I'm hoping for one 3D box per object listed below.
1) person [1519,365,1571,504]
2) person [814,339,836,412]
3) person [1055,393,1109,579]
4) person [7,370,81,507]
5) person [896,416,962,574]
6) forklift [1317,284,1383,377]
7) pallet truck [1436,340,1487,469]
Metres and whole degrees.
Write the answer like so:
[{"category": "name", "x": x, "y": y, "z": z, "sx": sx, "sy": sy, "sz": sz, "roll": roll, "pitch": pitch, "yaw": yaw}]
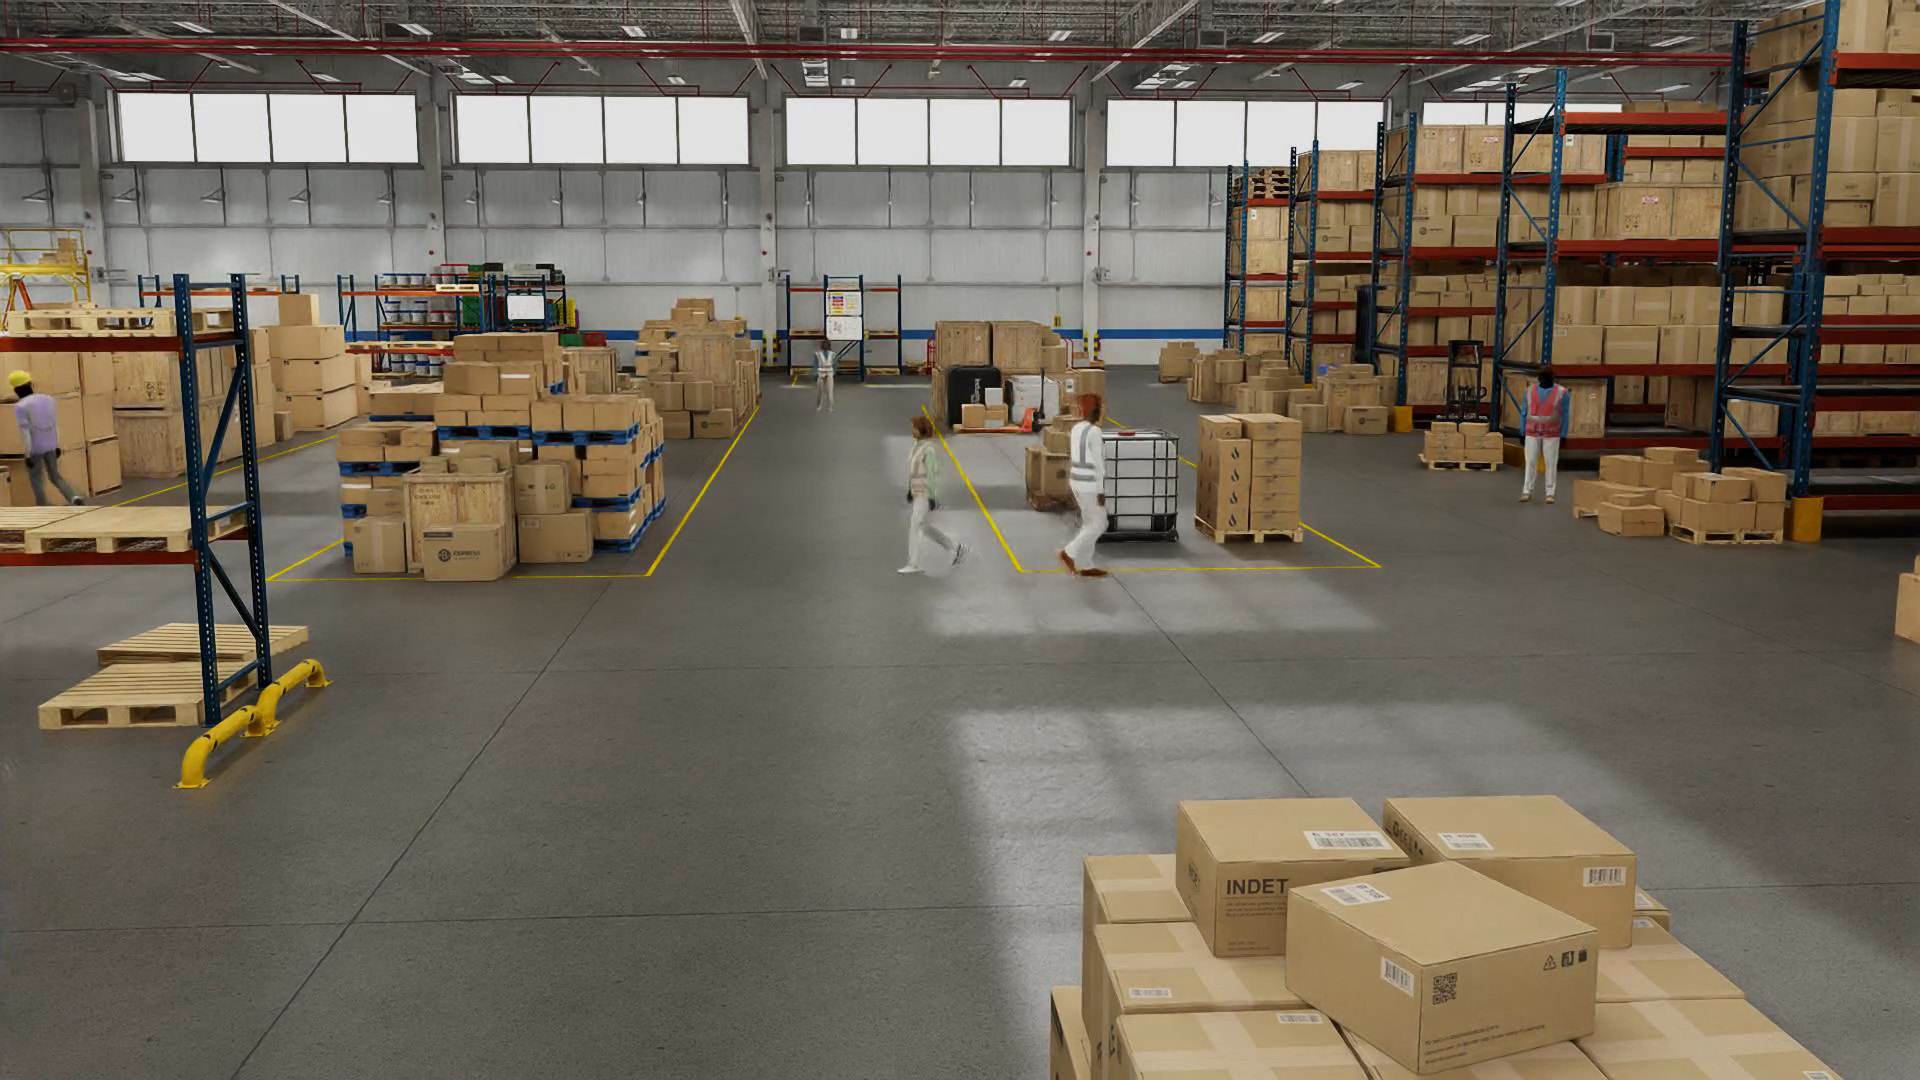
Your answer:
[{"category": "person", "x": 7.743, "y": -1.400, "z": 22.074, "sx": 0.624, "sy": 1.844, "sz": 0.430, "roll": 6, "pitch": 11, "yaw": 32}, {"category": "person", "x": -3.012, "y": -3.669, "z": 37.039, "sx": 0.518, "sy": 1.612, "sz": 0.748, "roll": -3, "pitch": 9, "yaw": -16}, {"category": "person", "x": 1.229, "y": -0.520, "z": 16.459, "sx": 0.484, "sy": 1.866, "sz": 0.598, "roll": -3, "pitch": 9, "yaw": -16}, {"category": "person", "x": -11.139, "y": -1.130, "z": 20.249, "sx": 0.695, "sy": 1.879, "sz": 0.672, "roll": 3, "pitch": 10, "yaw": 19}, {"category": "person", "x": -0.315, "y": -0.465, "z": 16.893, "sx": 0.653, "sy": 1.616, "sz": 0.527, "roll": -2, "pitch": 9, "yaw": -15}, {"category": "forklift", "x": 8.726, "y": -4.097, "z": 35.757, "sx": 1.873, "sy": 2.768, "sz": 1.129, "roll": -1, "pitch": 9, "yaw": -4}, {"category": "pallet truck", "x": 8.004, "y": -2.170, "z": 26.422, "sx": 0.823, "sy": 1.965, "sz": 1.885, "roll": 2, "pitch": 9, "yaw": 14}]
